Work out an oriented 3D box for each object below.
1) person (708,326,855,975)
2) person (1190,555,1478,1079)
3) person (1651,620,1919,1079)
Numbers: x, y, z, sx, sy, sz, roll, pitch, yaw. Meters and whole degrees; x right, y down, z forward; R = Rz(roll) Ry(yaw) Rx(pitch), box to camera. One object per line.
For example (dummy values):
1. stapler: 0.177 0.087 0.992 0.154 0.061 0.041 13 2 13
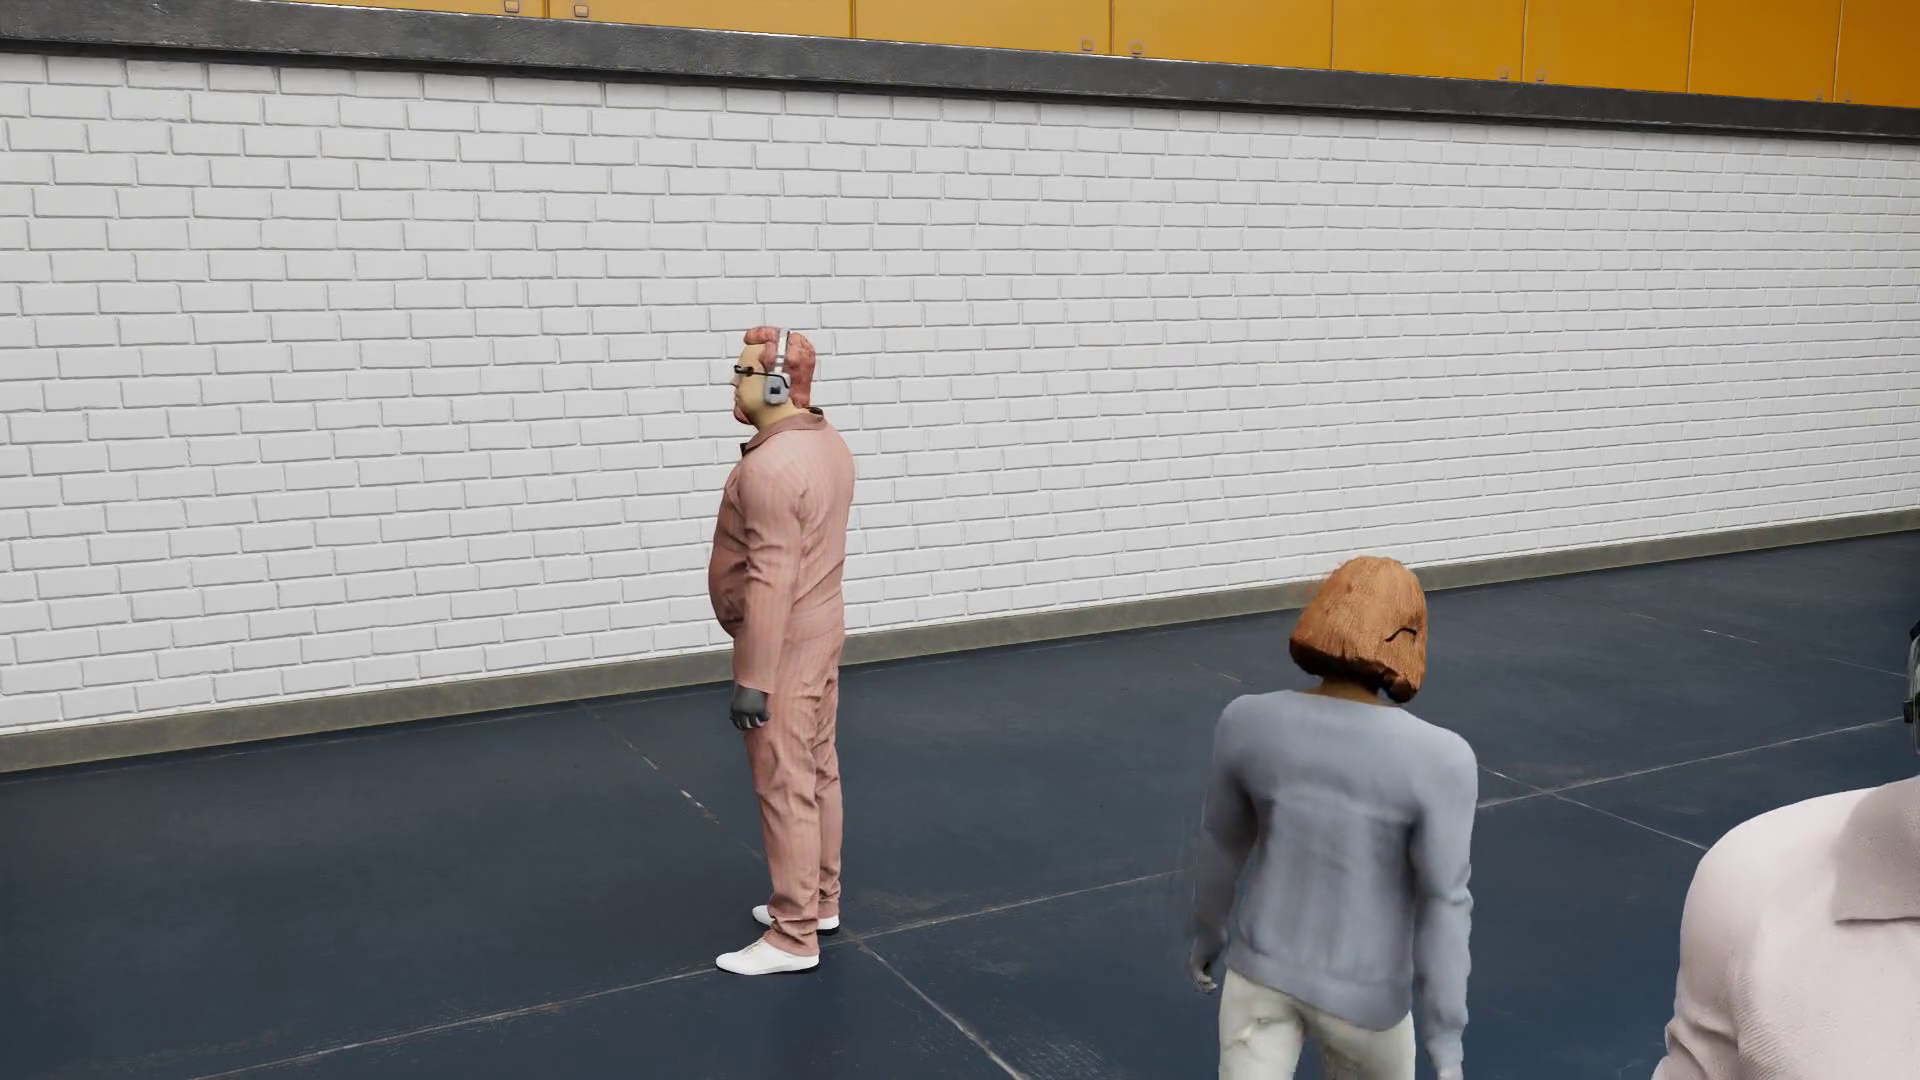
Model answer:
1. person: -0.538 0.326 4.941 0.409 1.913 0.648 2 10 11
2. person: 0.676 0.812 3.074 0.579 1.576 0.879 6 12 33
3. person: 0.908 0.925 1.508 0.652 1.906 0.403 9 13 41
